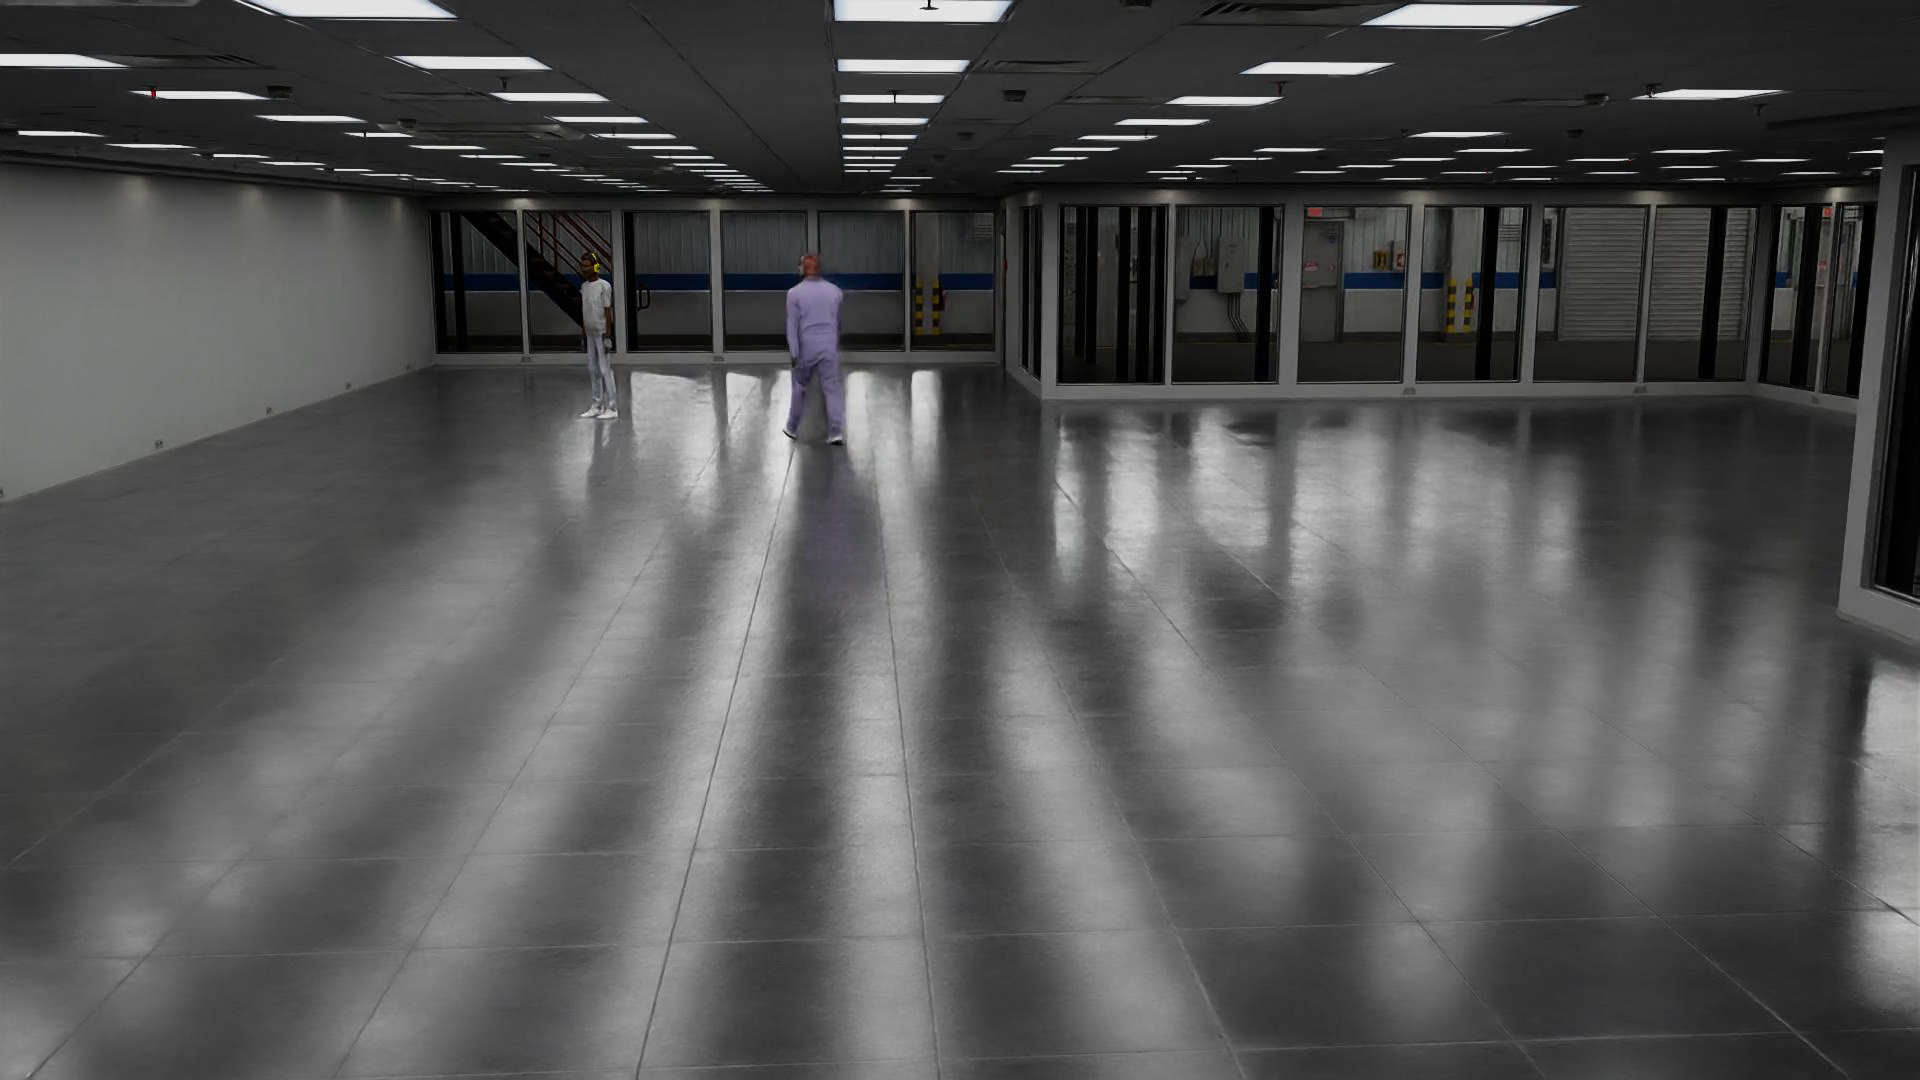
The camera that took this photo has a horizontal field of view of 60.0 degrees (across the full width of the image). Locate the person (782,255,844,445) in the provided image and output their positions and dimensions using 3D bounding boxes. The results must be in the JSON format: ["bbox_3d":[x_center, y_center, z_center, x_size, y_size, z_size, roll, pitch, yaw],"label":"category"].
[{"bbox_3d":[-1.461,-1.884,16.496,0.659,1.855,1.017,-6,12,-28],"label":"person"}]

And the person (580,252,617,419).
[{"bbox_3d":[-4.077,-2.281,18.637,0.502,1.861,0.327,9,14,39],"label":"person"}]
